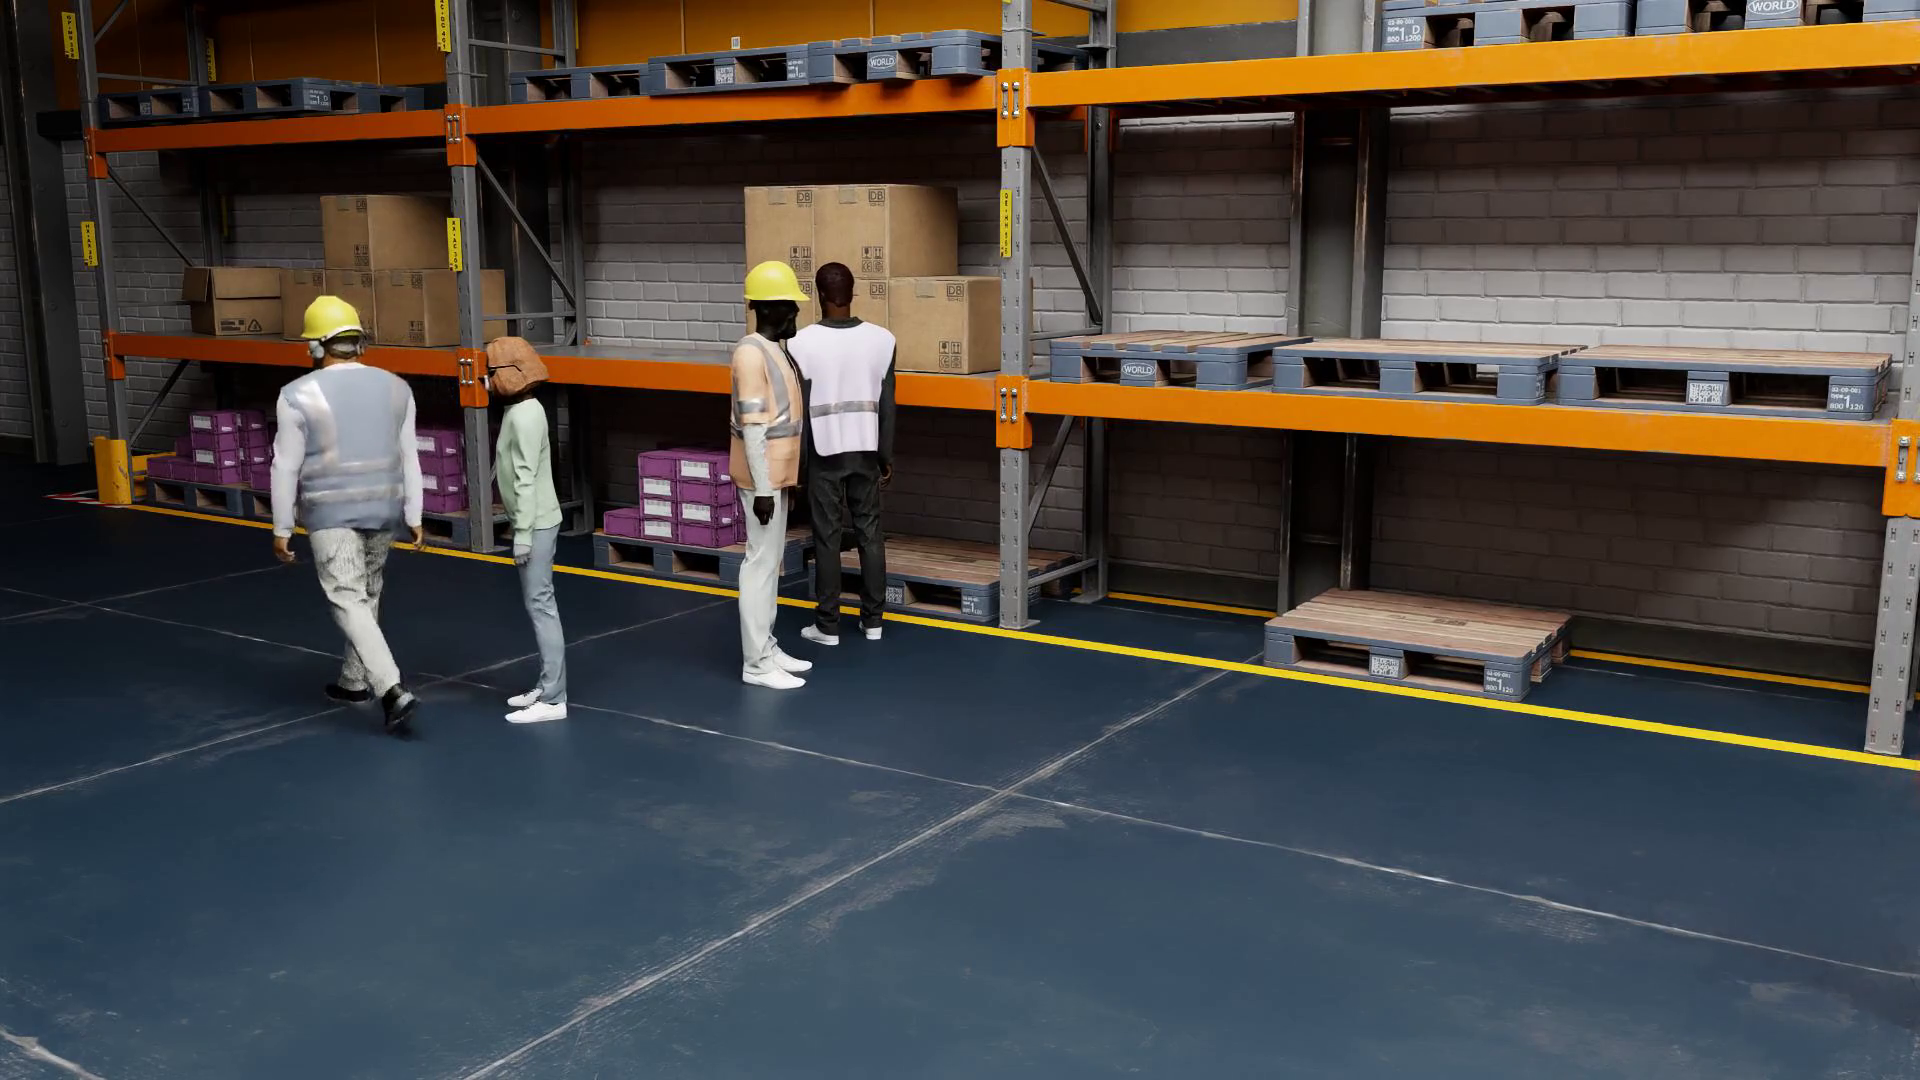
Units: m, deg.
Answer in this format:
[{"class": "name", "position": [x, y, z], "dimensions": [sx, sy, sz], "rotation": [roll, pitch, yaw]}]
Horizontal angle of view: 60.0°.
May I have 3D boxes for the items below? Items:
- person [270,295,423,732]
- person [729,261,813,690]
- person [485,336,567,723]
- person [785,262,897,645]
[{"class": "person", "position": [-2.508, -0.108, 6.920], "dimensions": [0.852, 1.802, 0.600], "rotation": [9, 14, 41]}, {"class": "person", "position": [-0.857, -0.296, 7.581], "dimensions": [0.371, 1.929, 0.585], "rotation": [0, 10, 3]}, {"class": "person", "position": [-1.829, -0.045, 7.035], "dimensions": [0.284, 1.624, 0.494], "rotation": [-3, 11, -17]}, {"class": "person", "position": [-0.592, -0.423, 8.330], "dimensions": [0.590, 1.915, 0.392], "rotation": [-5, 11, -26]}]
